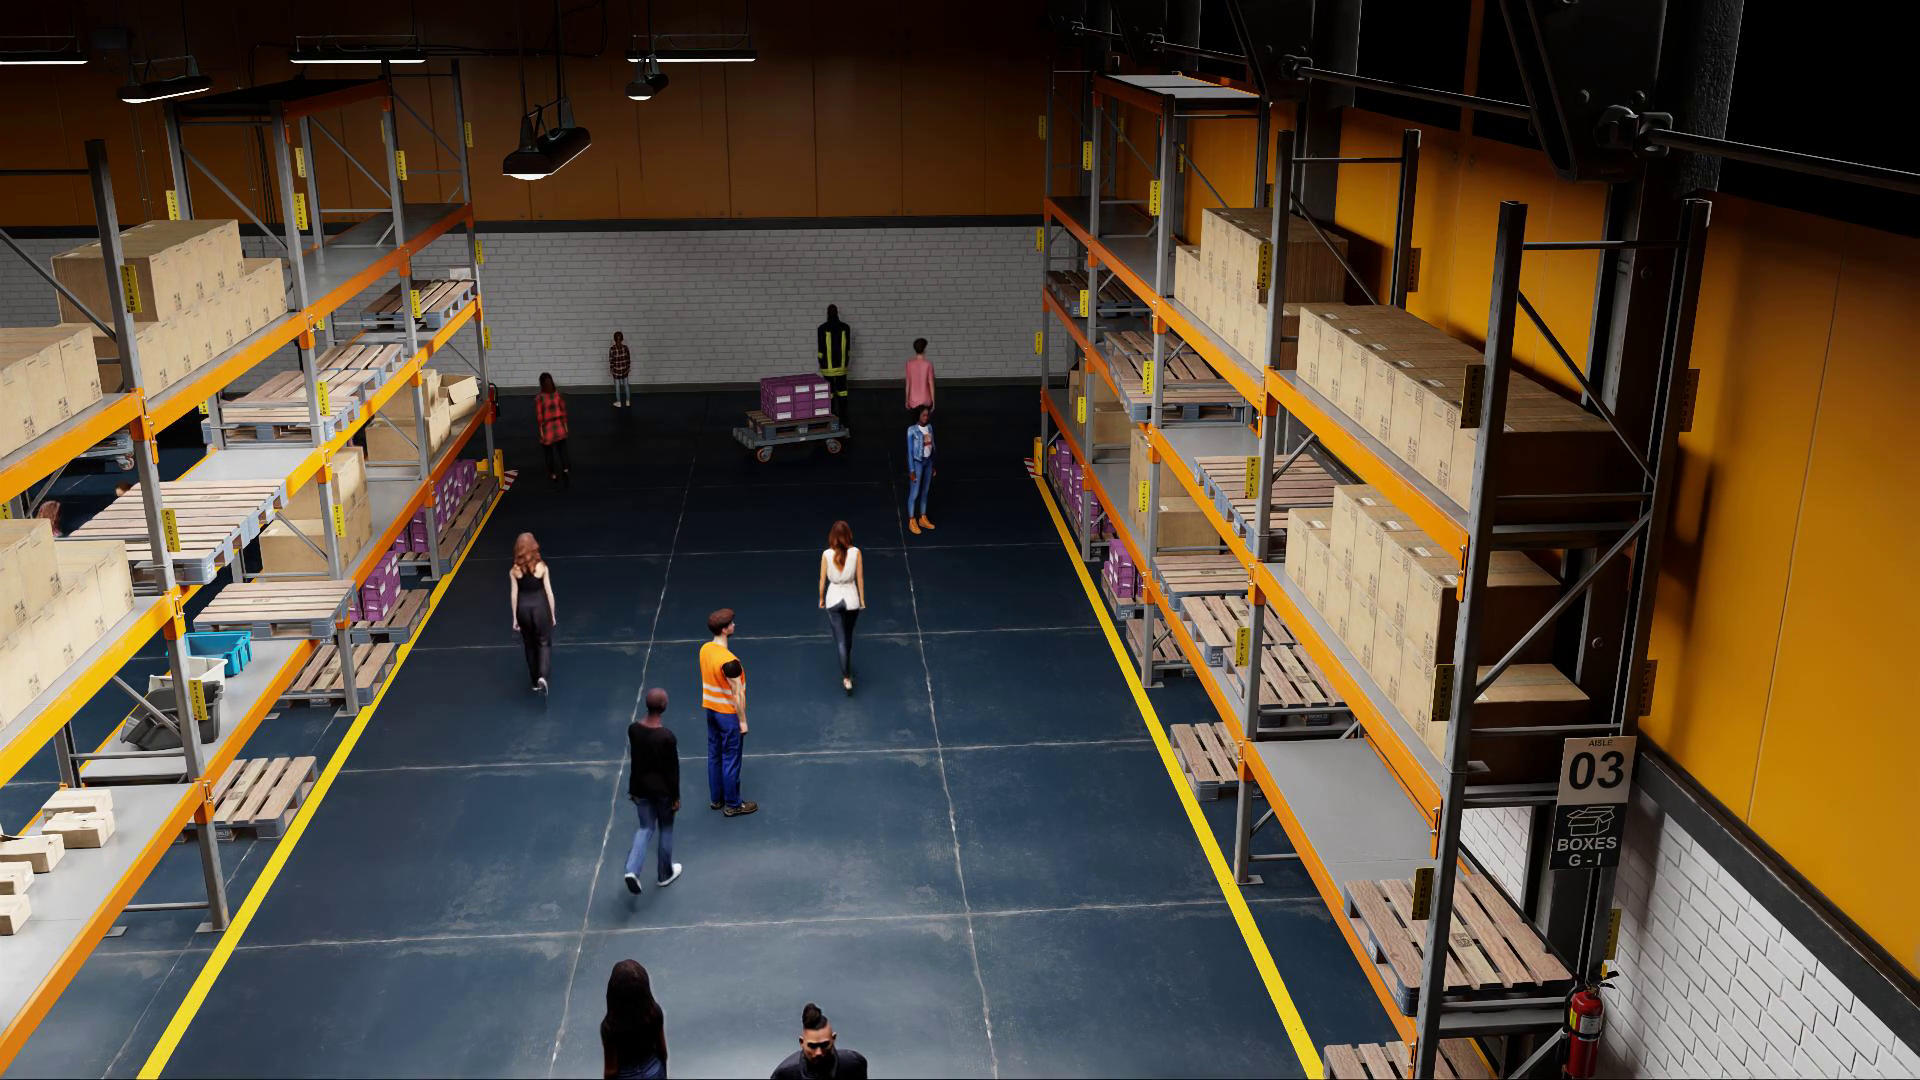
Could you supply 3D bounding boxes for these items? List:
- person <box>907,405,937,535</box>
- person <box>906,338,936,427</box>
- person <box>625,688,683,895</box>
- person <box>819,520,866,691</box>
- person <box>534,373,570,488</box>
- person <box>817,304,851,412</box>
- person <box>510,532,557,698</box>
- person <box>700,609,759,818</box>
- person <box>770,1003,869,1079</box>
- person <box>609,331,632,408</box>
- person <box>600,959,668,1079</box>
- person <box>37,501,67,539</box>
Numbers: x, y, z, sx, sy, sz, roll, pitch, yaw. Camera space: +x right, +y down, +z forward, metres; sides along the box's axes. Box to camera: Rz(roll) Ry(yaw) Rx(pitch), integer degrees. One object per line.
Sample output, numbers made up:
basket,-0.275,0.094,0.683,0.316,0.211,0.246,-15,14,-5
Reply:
person,-0.528,-0.966,22.118,0.720,1.715,0.673,17,25,41
person,-0.630,-2.028,24.919,0.952,1.940,1.166,7,20,21
person,-2.469,2.022,13.216,0.859,1.735,1.037,6,20,17
person,-1.201,0.707,17.117,0.693,1.735,1.153,-4,19,-10
person,-5.834,-1.546,23.908,0.920,1.672,1.176,-10,21,-26
person,-2.146,-3.120,28.349,0.817,1.821,0.776,-7,20,-19
person,-4.335,0.791,16.877,0.675,1.729,1.021,-5,19,-13
person,-2.059,1.498,14.529,0.844,1.888,0.764,-16,25,-40
person,-0.749,3.353,9.065,0.815,1.861,0.761,-5,19,-16
person,-5.852,-2.950,28.651,0.614,1.306,0.637,-11,21,-29
person,-1.866,3.221,9.650,0.656,1.738,0.684,-13,23,-34
person,-9.846,0.441,17.961,0.977,1.703,1.047,12,22,32
